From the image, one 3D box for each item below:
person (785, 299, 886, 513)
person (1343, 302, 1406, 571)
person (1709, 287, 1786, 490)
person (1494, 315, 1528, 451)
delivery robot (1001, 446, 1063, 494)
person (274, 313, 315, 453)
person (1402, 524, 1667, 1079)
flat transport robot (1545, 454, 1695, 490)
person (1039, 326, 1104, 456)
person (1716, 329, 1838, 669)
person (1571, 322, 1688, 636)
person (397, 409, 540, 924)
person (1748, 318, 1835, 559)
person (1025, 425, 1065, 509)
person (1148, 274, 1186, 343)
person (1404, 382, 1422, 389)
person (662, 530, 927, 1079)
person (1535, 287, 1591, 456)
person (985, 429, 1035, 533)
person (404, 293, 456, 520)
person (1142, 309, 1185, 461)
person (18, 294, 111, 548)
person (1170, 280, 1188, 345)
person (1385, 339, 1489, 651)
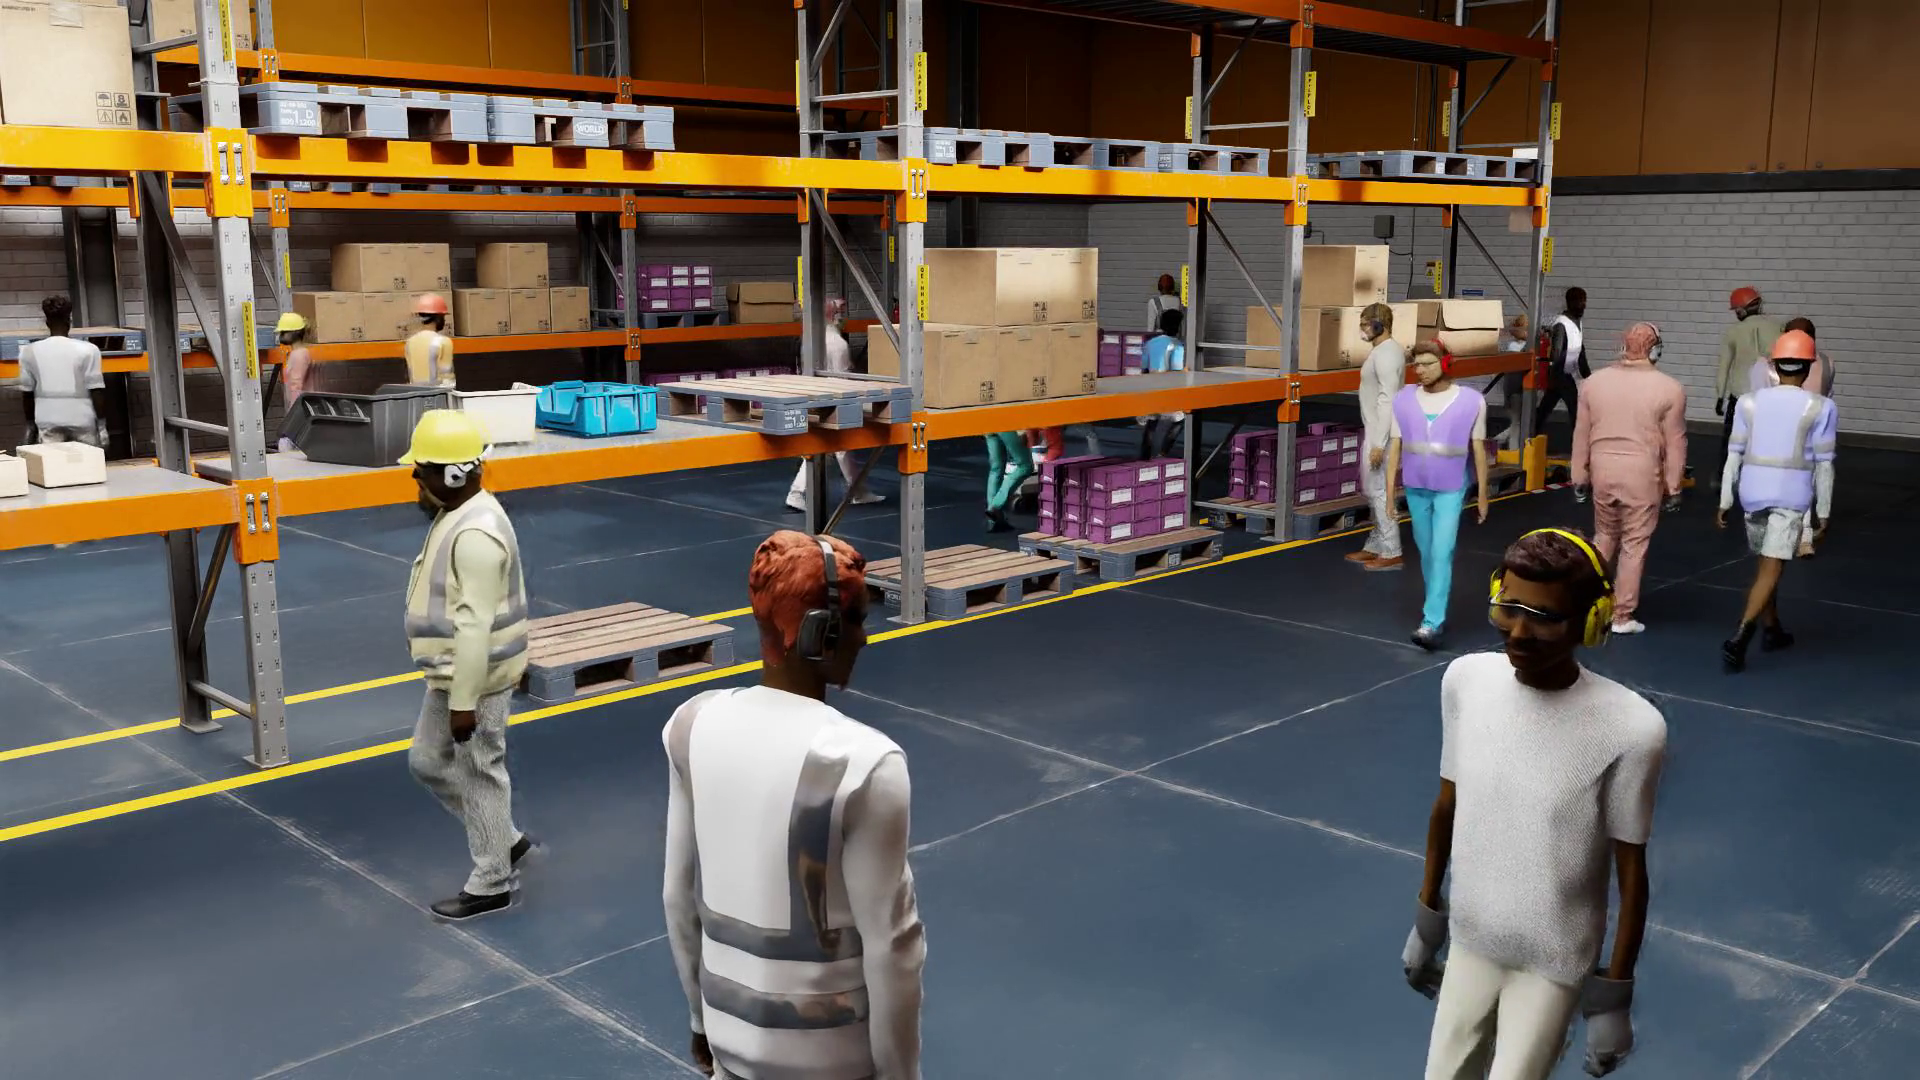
[{"bbox_3d":[-1.126,-1.172,14.554,1.012,1.860,0.666,-5,11,-25],"label":"person"},{"bbox_3d":[3.034,-0.734,11.970,0.439,1.934,0.658,2,11,12],"label":"person"},{"bbox_3d":[7.383,-1.364,15.438,0.704,1.916,0.844,3,11,18],"label":"person"},{"bbox_3d":[5.609,-1.479,16.856,0.513,1.615,0.577,-9,14,-41],"label":"person"},{"bbox_3d":[0.669,-0.582,14.615,0.707,0.478,0.477,-7,13,-35],"label":"delivery robot"},{"bbox_3d":[-5.820,-1.162,14.830,0.857,1.729,0.525,-6,12,-30],"label":"person"},{"bbox_3d":[1.207,0.857,3.502,0.584,1.844,0.557,-8,13,-37],"label":"person"},{"bbox_3d":[6.289,-0.672,16.135,0.652,0.197,1.431,-8,13,-36],"label":"flat transport robot"},{"bbox_3d":[1.128,-1.325,16.235,1.008,1.541,0.513,-1,10,-5],"label":"person"},{"bbox_3d":[4.548,-0.228,9.338,0.974,1.895,0.572,-9,14,-42],"label":"person"},{"bbox_3d":[4.027,-0.360,10.029,0.424,1.896,0.654,-8,13,-38],"label":"person"},{"bbox_3d":[-1.719,0.451,5.778,0.427,1.817,0.621,-4,11,-23],"label":"person"},{"bbox_3d":[6.286,-0.787,12.632,0.648,1.790,0.983,2,11,10],"label":"person"},{"bbox_3d":[0.701,-1.131,14.592,0.377,1.755,0.524,-7,13,-34],"label":"person"},{"bbox_3d":[2.772,-2.641,22.471,0.585,1.882,0.344,-4,11,-23],"label":"person"},{"bbox_3d":[4.708,-1.545,17.198,0.356,1.630,0.526,2,11,10],"label":"person"},{"bbox_3d":[-0.295,0.915,3.078,0.576,1.886,0.362,8,13,38],"label":"person"},{"bbox_3d":[6.528,-1.781,17.864,1.021,1.850,0.582,6,12,28],"label":"person"},{"bbox_3d":[0.375,-0.917,13.410,0.372,1.751,0.540,-7,13,-35],"label":"person"},{"bbox_3d":[-4.405,-1.116,14.045,0.578,1.923,0.403,7,12,32],"label":"person"},{"bbox_3d":[2.020,-1.468,16.615,0.448,1.669,0.632,-8,13,-37],"label":"person"},{"bbox_3d":[-6.963,-0.929,12.966,0.636,1.963,0.492,-2,11,-11],"label":"person"},{"bbox_3d":[3.046,-2.857,23.968,0.604,1.773,0.948,-3,11,-14],"label":"person"},{"bbox_3d":[2.738,-0.258,9.712,0.585,1.792,0.935,7,12,33],"label":"person"}]
